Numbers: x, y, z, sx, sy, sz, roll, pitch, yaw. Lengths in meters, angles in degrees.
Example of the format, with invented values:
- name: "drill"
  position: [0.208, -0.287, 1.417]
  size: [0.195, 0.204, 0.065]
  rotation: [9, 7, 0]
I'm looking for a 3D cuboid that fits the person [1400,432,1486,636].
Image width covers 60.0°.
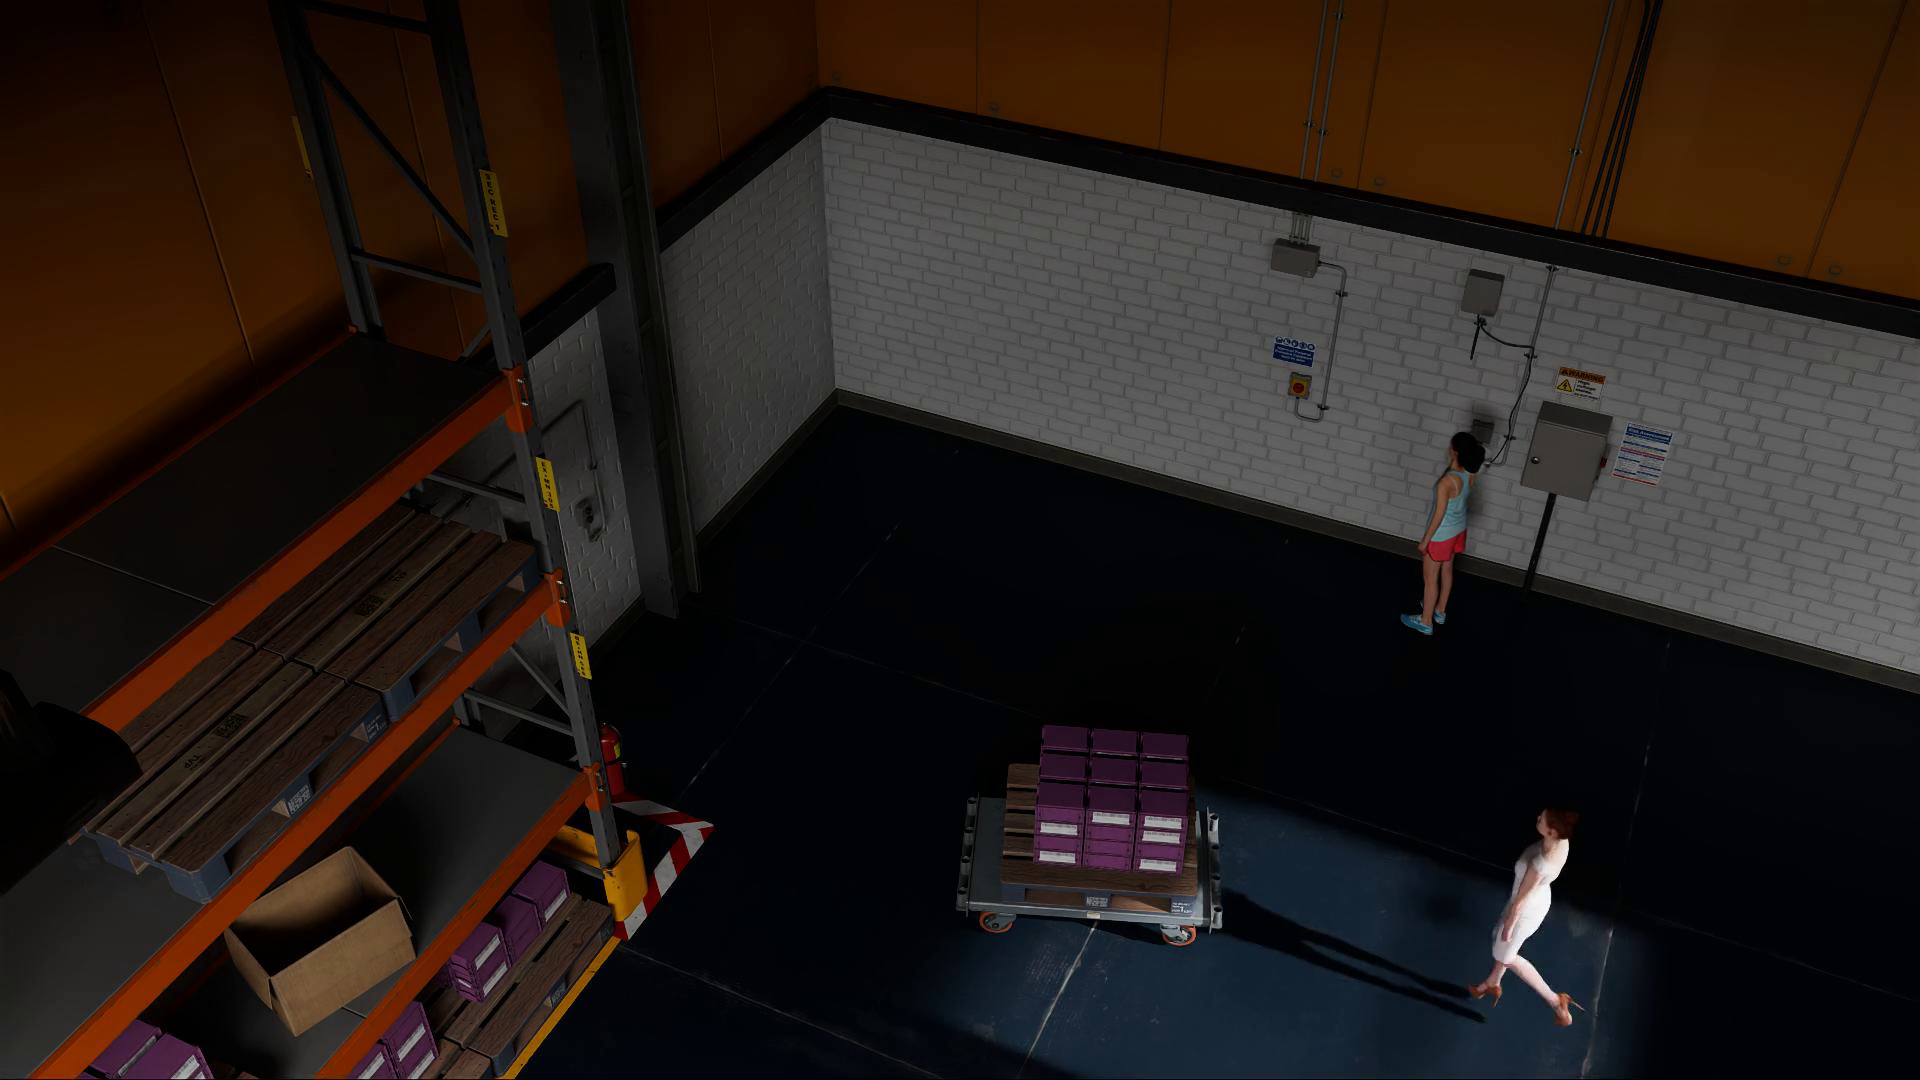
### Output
- name: "person"
  position: [3.592, -0.060, 12.354]
  size: [0.620, 1.764, 0.738]
  rotation: [-28, 46, -30]

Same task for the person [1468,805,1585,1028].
- name: "person"
  position: [3.318, 2.190, 9.527]
  size: [0.766, 1.775, 0.877]
  rotation: [26, 46, 29]
